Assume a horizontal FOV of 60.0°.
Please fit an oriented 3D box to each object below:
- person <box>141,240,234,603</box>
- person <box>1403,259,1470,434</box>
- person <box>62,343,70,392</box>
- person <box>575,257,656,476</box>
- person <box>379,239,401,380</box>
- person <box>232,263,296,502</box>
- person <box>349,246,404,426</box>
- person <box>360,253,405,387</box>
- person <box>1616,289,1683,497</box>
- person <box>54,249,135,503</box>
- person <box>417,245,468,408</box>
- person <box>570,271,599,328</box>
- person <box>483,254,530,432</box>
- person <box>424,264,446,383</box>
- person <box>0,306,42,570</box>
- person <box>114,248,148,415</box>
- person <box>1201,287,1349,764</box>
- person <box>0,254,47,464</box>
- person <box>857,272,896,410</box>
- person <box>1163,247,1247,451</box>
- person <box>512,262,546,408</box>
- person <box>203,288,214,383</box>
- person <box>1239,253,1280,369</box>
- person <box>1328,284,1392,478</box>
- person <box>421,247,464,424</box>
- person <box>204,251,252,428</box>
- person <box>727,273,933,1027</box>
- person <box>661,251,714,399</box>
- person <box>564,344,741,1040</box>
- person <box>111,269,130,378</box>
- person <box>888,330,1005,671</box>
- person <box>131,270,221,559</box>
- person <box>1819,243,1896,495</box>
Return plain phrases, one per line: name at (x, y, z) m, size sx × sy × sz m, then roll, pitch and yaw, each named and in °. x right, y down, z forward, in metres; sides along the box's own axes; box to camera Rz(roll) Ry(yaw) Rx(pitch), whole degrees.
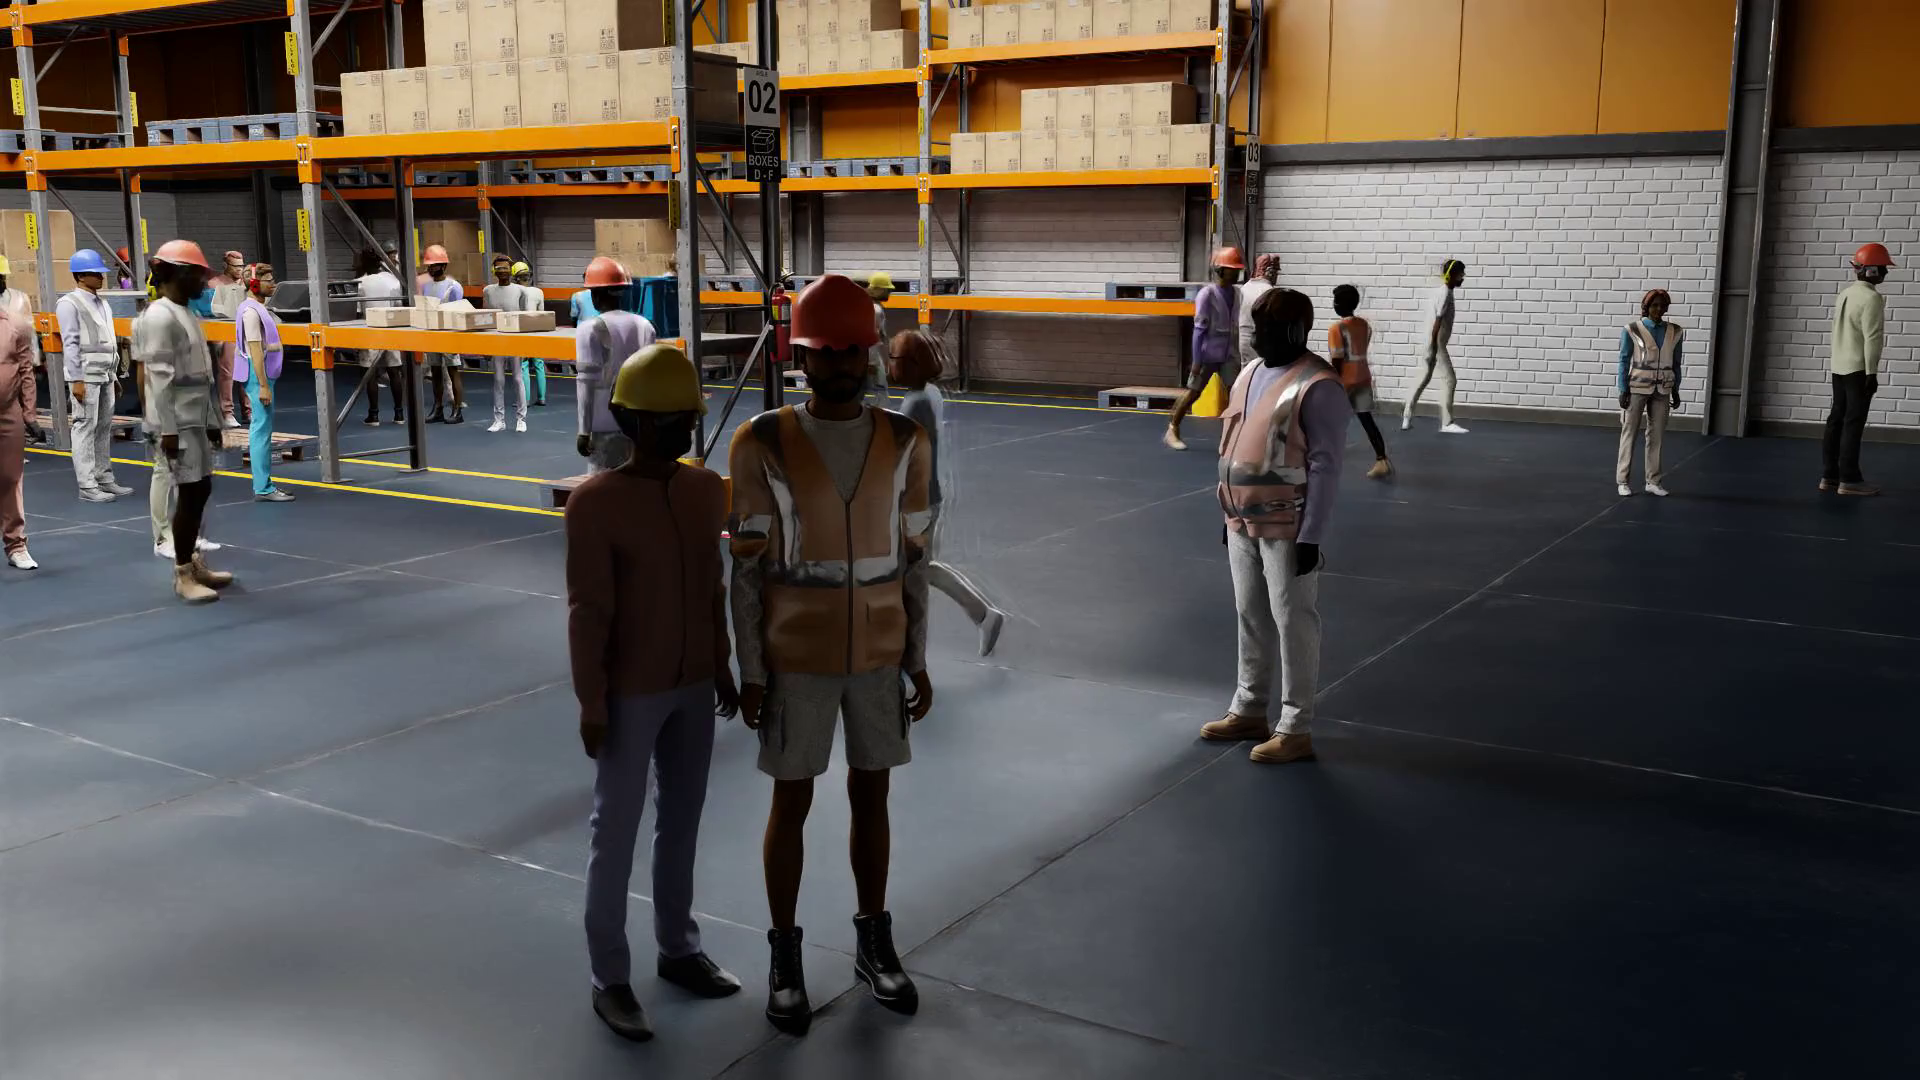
person at (-4.379, -0.657, 9.359) m, size 0.391 × 2.012 × 0.664 m, roll -1°, pitch 10°, yaw -7°
person at (5.034, -2.041, 17.570) m, size 0.675 × 1.824 × 0.586 m, roll 1°, pitch 10°, yaw 8°
person at (-11.914, -2.900, 22.284) m, size 0.404 × 1.828 × 0.603 m, roll -2°, pitch 11°, yaw -13°
person at (-2.013, -0.714, 9.906) m, size 0.548 × 1.925 × 0.545 m, roll 8°, pitch 13°, yaw 36°
person at (-8.245, -3.367, 24.287) m, size 0.538 × 2.000 × 0.686 m, roll 5°, pitch 11°, yaw 24°
person at (-5.430, -1.216, 12.904) m, size 0.390 × 1.847 × 0.562 m, roll -4°, pitch 11°, yaw -22°
person at (-6.370, -2.230, 18.190) m, size 0.607 × 1.966 × 0.374 m, roll -6°, pitch 12°, yaw -31°
person at (-7.896, -3.021, 22.849) m, size 0.686 × 1.881 × 0.613 m, roll 6°, pitch 12°, yaw 30°
person at (5.453, -1.161, 13.175) m, size 0.517 × 1.640 × 0.308 m, roll -1°, pitch 10°, yaw -4°
person at (-6.729, -1.270, 12.918) m, size 0.389 × 1.949 × 0.602 m, roll 0°, pitch 10°, yaw 0°
person at (-6.370, -2.579, 20.136) m, size 0.811 × 1.973 × 0.626 m, roll 7°, pitch 12°, yaw 34°
person at (-4.584, -2.551, 20.781) m, size 0.543 × 1.676 × 0.706 m, roll -2°, pitch 10°, yaw -12°
person at (-4.796, -2.065, 17.573) m, size 0.532 × 1.861 × 0.321 m, roll 0°, pitch 10°, yaw 1°
person at (-7.345, -3.100, 23.469) m, size 0.609 × 1.799 × 0.643 m, roll 2°, pitch 10°, yaw 11°
person at (-5.923, -0.733, 10.071) m, size 0.652 × 1.904 × 0.402 m, roll -9°, pitch 14°, yaw -42°
person at (-9.585, -2.419, 19.345) m, size 0.374 × 1.928 × 0.542 m, roll 0°, pitch 10°, yaw 2°
person at (1.222, -0.060, 6.517) m, size 0.429 × 1.845 × 0.627 m, roll -5°, pitch 11°, yaw -25°
person at (-8.586, -1.611, 14.938) m, size 0.465 × 1.910 × 0.606 m, roll 6°, pitch 12°, yaw 29°
person at (-0.882, -1.799, 16.545) m, size 0.603 × 1.708 × 0.504 m, roll -3°, pitch 11°, yaw -15°
person at (2.369, -1.779, 15.735) m, size 0.623 × 1.972 × 1.130 m, roll -8°, pitch 13°, yaw -37°
person at (-5.275, -2.485, 20.185) m, size 0.327 × 1.760 × 0.523 m, roll 9°, pitch 13°, yaw 39°
person at (-10.788, -3.007, 23.442) m, size 0.292 × 1.627 × 0.517 m, roll 3°, pitch 11°, yaw 19°
person at (2.896, -1.780, 15.911) m, size 0.402 × 1.896 × 0.652 m, roll -4°, pitch 11°, yaw -22°
person at (3.337, -1.353, 14.208) m, size 0.543 × 1.654 × 0.880 m, roll -8°, pitch 13°, yaw -36°
person at (-5.727, -2.243, 18.344) m, size 0.544 × 1.939 × 0.354 m, roll 4°, pitch 11°, yaw 20°
person at (-7.862, -2.181, 18.107) m, size 0.407 × 1.902 × 0.639 m, roll 5°, pitch 11°, yaw 25°
person at (-0.319, 0.288, 4.319) m, size 0.544 × 1.938 × 0.354 m, roll -4°, pitch 11°, yaw -20°
person at (-3.683, -2.734, 21.268) m, size 1.036 × 1.890 × 0.648 m, roll 2°, pitch 10°, yaw 12°
person at (-0.768, 0.380, 4.293) m, size 0.331 × 1.765 × 0.533 m, roll 8°, pitch 13°, yaw 37°
person at (-12.193, -3.192, 24.449) m, size 0.503 × 1.631 × 0.283 m, roll -3°, pitch 11°, yaw -16°
person at (-0.136, -0.174, 7.761) m, size 0.585 × 1.616 × 0.510 m, roll 2°, pitch 10°, yaw 12°
person at (-5.026, -0.821, 10.652) m, size 0.314 × 1.869 × 0.537 m, roll 3°, pitch 11°, yaw 15°
person at (7.194, -1.365, 13.321) m, size 0.395 × 1.994 × 0.612 m, roll 0°, pitch 10°, yaw 3°
